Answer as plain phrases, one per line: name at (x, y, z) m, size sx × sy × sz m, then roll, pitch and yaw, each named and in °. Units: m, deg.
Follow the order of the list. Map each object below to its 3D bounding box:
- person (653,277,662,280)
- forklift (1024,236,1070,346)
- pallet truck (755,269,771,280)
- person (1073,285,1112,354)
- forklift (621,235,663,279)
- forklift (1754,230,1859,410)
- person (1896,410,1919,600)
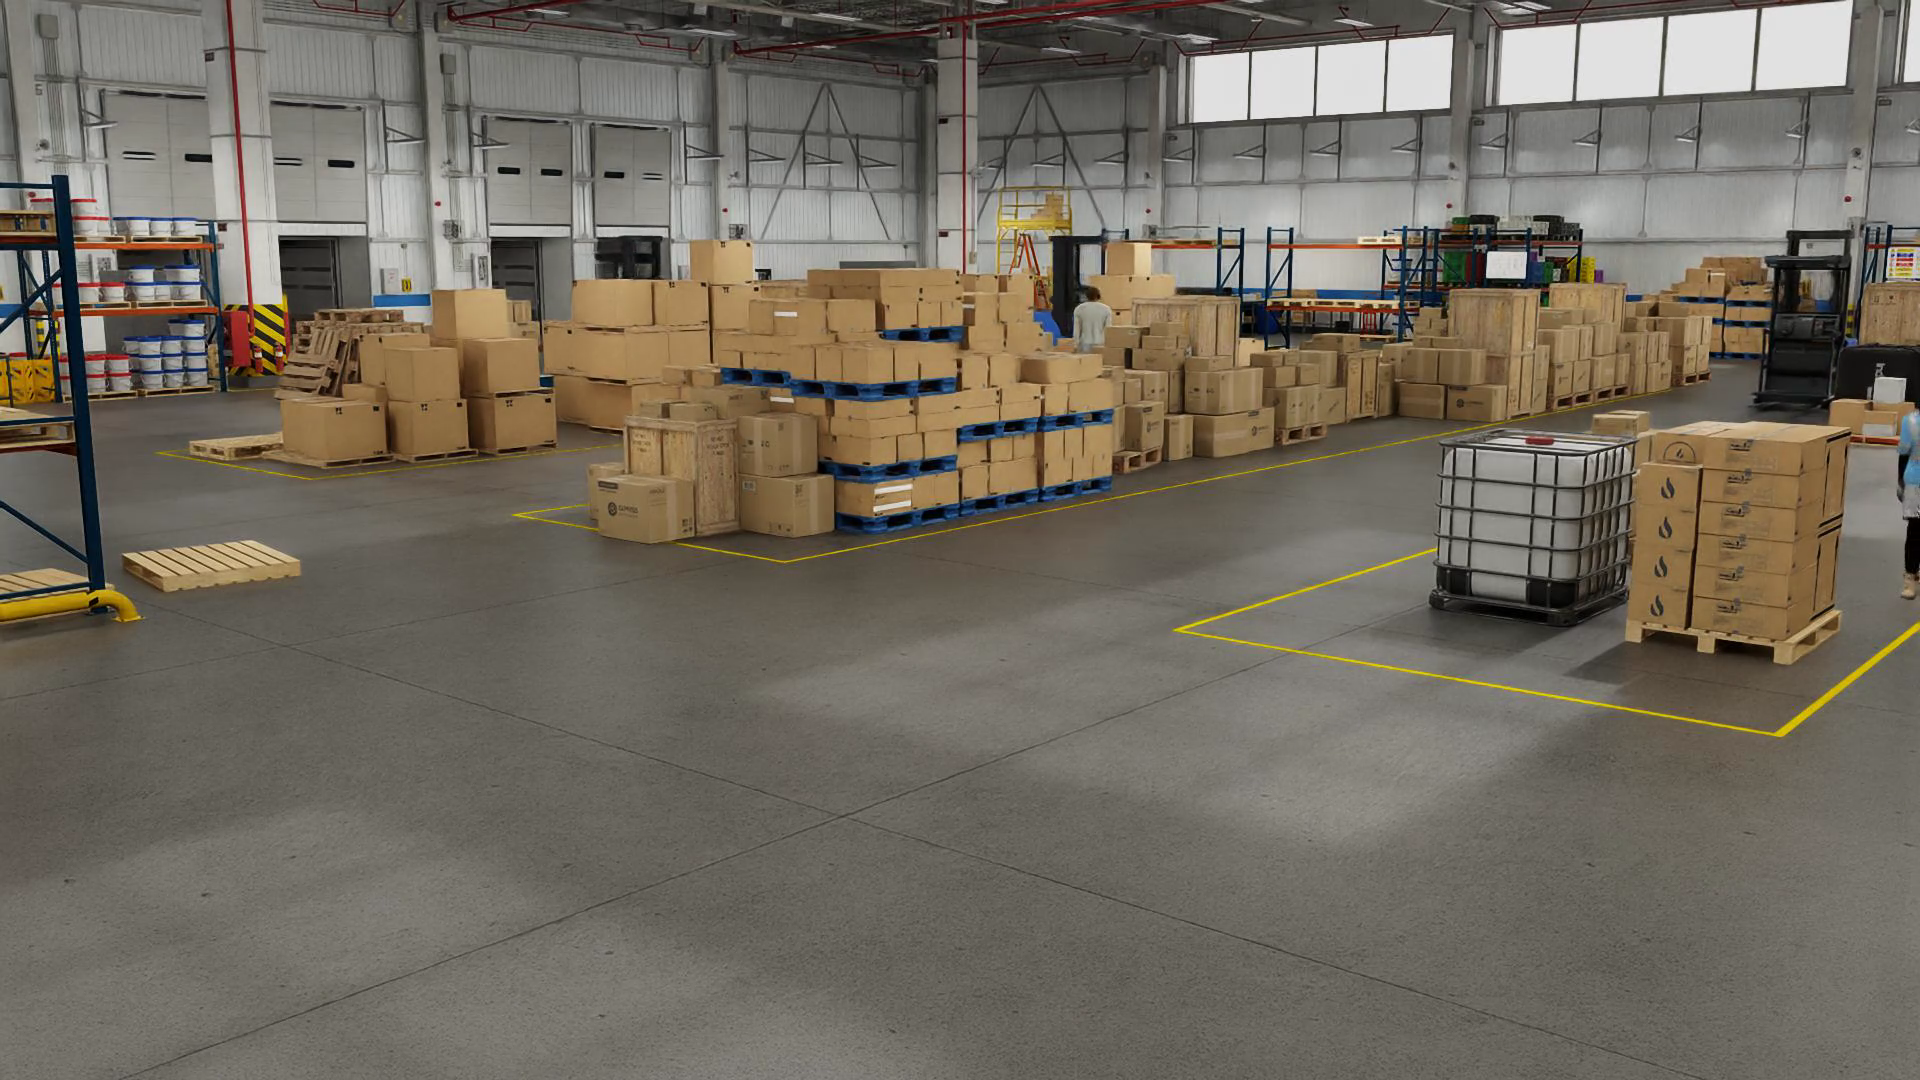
person at (-6.517, -4.725, 36.014) m, size 0.634 × 1.930 × 0.384 m, roll -5°, pitch 11°, yaw -26°
forklift at (2.319, -5.644, 38.527) m, size 1.873 × 2.768 × 1.129 m, roll 2°, pitch 10°, yaw 12°
pallet truck at (-4.996, -6.432, 45.525) m, size 1.885 × 1.965 × 0.823 m, roll -6°, pitch 12°, yaw -32°
person at (2.166, -3.179, 27.174) m, size 0.635 × 1.937 × 0.353 m, roll 1°, pitch 10°, yaw 7°
forklift at (-7.072, -5.416, 37.229) m, size 1.873 × 2.768 × 1.129 m, roll 8°, pitch 13°, yaw 40°
forklift at (13.669, -3.554, 26.626) m, size 1.129 × 2.768 × 1.873 m, roll 8°, pitch 13°, yaw 39°
person at (7.161, -0.418, 12.207) m, size 0.543 × 1.678 × 0.660 m, roll 7°, pitch 12°, yaw 34°
